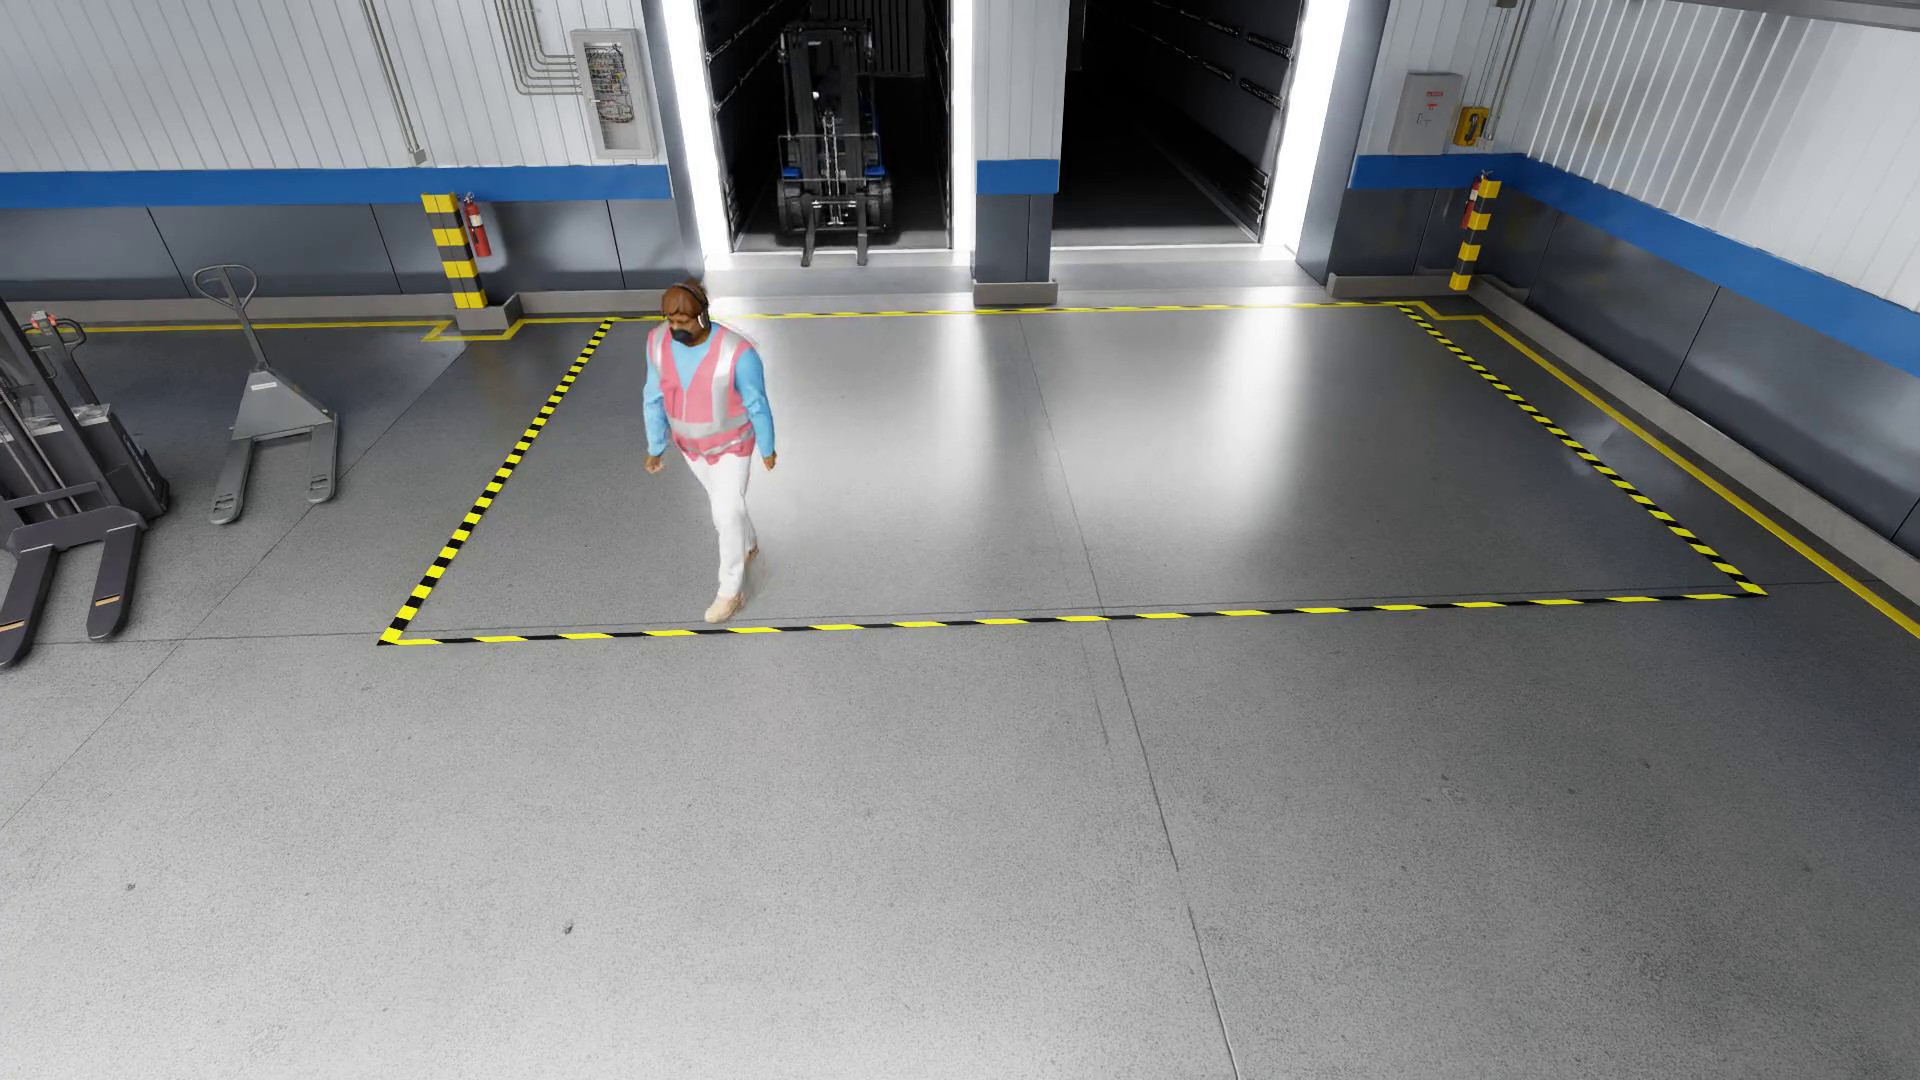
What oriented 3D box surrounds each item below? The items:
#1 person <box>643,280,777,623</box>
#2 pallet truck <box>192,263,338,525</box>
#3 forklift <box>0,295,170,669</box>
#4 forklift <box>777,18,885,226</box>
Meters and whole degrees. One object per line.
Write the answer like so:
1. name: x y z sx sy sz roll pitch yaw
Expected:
1. person: -1.341 -0.455 4.816 0.631 1.805 0.758 14 37 19
2. pallet truck: -4.778 -1.027 6.128 0.680 1.201 1.601 -17 38 -23
3. forklift: -5.212 -0.618 4.878 0.823 1.965 1.885 -20 39 -26
4. forklift: -1.510 -5.054 10.934 1.157 2.036 2.680 -3 35 -4
